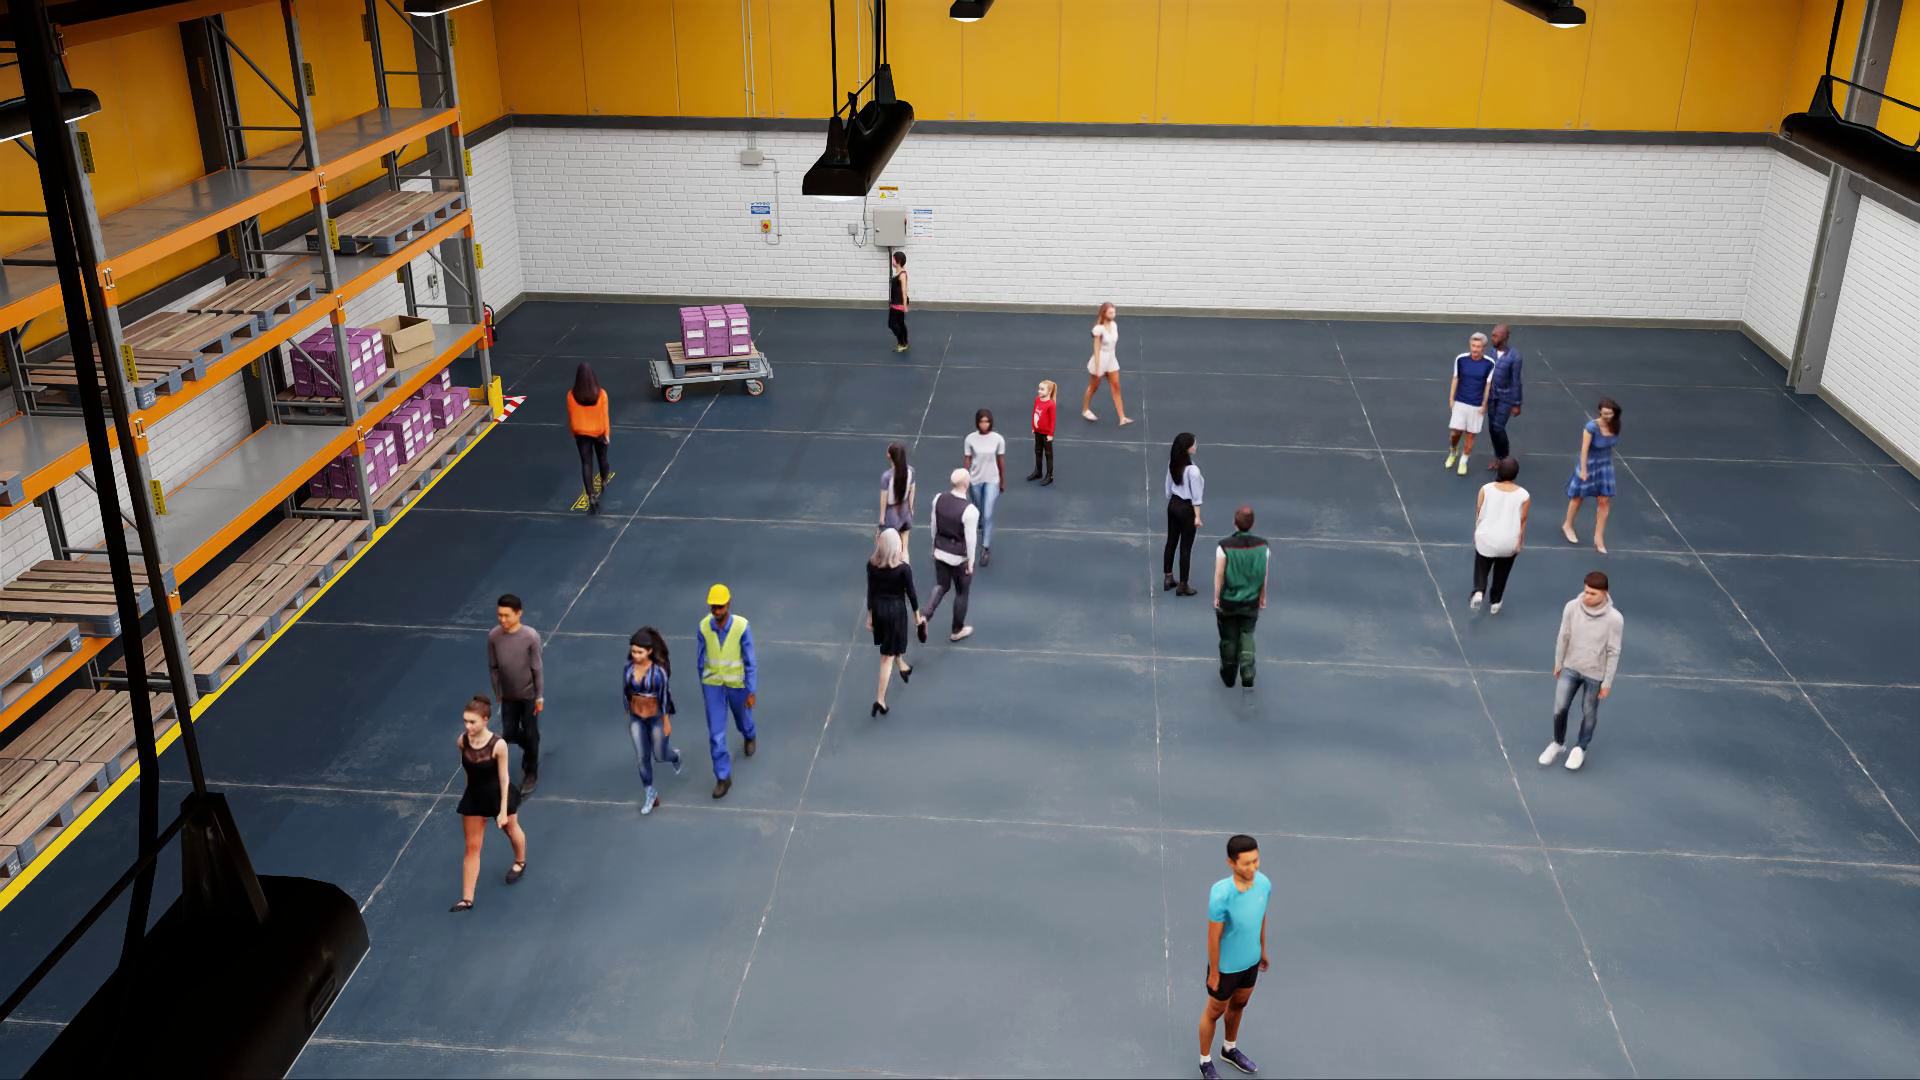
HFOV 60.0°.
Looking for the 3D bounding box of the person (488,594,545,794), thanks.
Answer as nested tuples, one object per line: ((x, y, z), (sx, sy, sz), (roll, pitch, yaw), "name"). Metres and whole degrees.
((-3.568, 1.216, 13.700), (0.731, 1.756, 0.667), (2, 24, 5), "person")

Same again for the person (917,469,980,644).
((-0.115, 0.208, 15.951), (1.001, 1.800, 1.144), (14, 27, 29), "person")

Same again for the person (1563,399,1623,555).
((6.883, -0.732, 18.153), (0.808, 1.758, 0.964), (-9, 25, -20), "person")

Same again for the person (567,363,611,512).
((-4.274, -1.159, 19.203), (0.772, 1.700, 1.134), (-2, 24, -5), "person")

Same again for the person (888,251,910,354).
((-0.838, -3.557, 24.888), (0.645, 1.539, 0.539), (-3, 24, -6), "person")

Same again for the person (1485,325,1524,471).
((6.697, -1.752, 20.444), (0.890, 1.792, 0.809), (-17, 29, -33), "person")

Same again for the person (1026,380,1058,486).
((1.016, -1.315, 20.084), (0.643, 1.280, 0.588), (-21, 31, -39), "person")

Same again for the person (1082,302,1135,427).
((1.832, -2.323, 21.934), (1.059, 1.645, 1.141), (-17, 29, -34), "person")

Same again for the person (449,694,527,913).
((-3.427, 1.882, 12.331), (0.745, 1.632, 1.126), (7, 25, 16), "person")

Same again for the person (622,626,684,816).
((-2.471, 1.421, 13.417), (0.735, 1.606, 0.898), (8, 25, 18), "person")

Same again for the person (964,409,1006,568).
((0.271, -0.622, 17.994), (0.611, 1.684, 1.089), (1, 24, 2), "person")

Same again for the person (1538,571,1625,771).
((5.302, 1.061, 13.955), (0.820, 1.835, 0.851), (16, 28, 32), "person")

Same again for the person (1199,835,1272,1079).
((1.713, 2.623, 10.456), (0.696, 1.777, 0.723), (-14, 27, -29), "person")

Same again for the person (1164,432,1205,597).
((2.280, -0.274, 17.123), (0.784, 1.745, 0.697), (-15, 28, -31), "person")

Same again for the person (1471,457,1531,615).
((5.351, -0.009, 16.604), (0.797, 1.675, 0.918), (10, 26, 22), "person")

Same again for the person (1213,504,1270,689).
((2.539, 0.565, 15.095), (0.723, 1.831, 0.883), (-2, 24, -5), "person")

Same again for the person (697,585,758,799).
((-1.898, 1.167, 13.771), (0.660, 1.788, 1.107), (1, 24, 3), "person")

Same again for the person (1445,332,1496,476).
((6.227, -1.688, 20.261), (0.699, 1.822, 0.720), (9, 25, 20), "person")

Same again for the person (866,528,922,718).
((-0.657, 0.766, 14.785), (0.849, 1.711, 1.181), (9, 25, 19), "person")

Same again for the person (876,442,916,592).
((-0.604, -0.199, 17.082), (0.734, 1.640, 0.793), (-18, 30, -36), "person")
